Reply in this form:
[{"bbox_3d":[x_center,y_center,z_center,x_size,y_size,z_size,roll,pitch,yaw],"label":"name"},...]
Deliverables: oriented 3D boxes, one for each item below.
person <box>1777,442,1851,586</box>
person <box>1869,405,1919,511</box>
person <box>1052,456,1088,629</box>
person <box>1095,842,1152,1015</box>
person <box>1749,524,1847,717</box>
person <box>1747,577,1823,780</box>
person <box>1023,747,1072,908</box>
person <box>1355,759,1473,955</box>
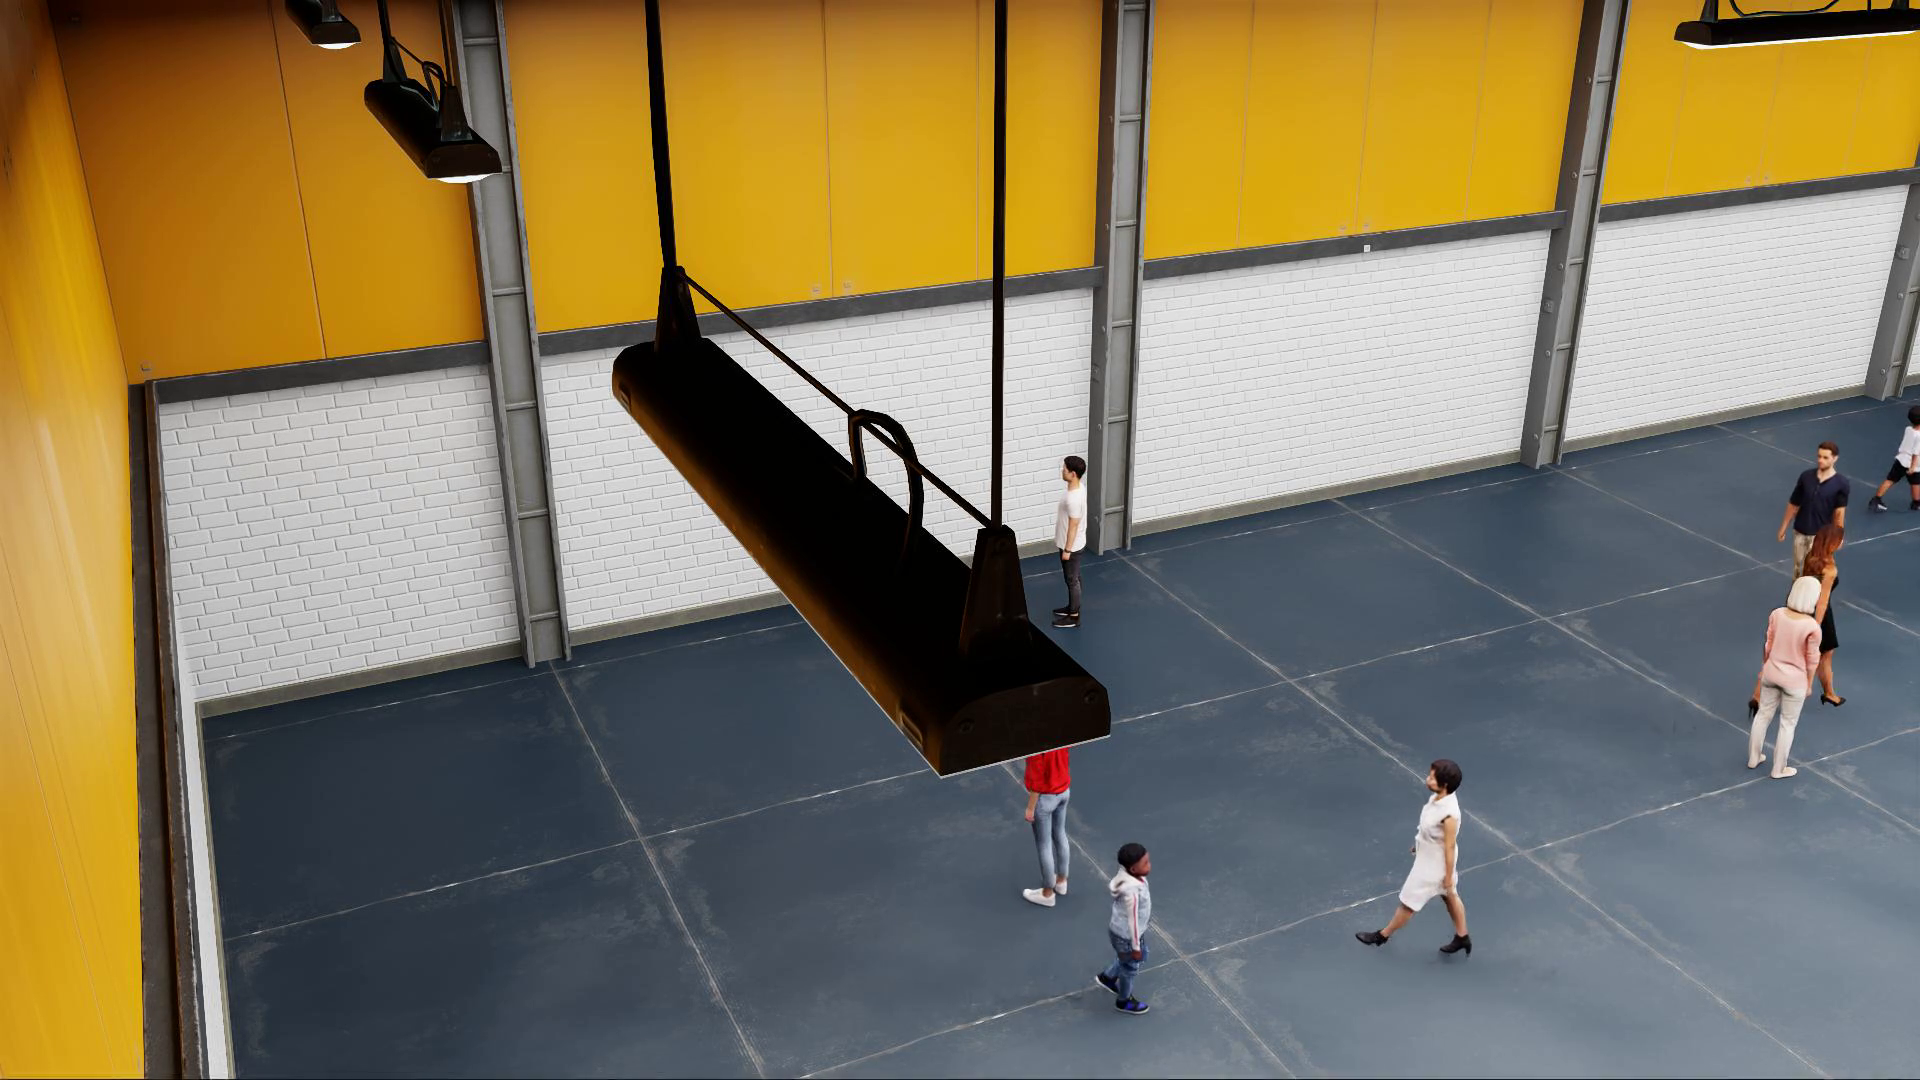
[{"bbox_3d":[8.186,-0.080,15.891,0.997,1.832,0.810,-19,30,-37],"label":"person"},{"bbox_3d":[10.475,-0.884,18.474,0.968,1.235,0.677,-3,24,-6],"label":"person"},{"bbox_3d":[1.069,-0.004,15.854,0.712,1.722,0.706,3,24,6],"label":"person"},{"bbox_3d":[1.034,2.495,10.727,0.683,1.249,0.613,4,24,8],"label":"person"},{"bbox_3d":[7.080,0.733,14.094,1.204,1.781,0.802,-4,24,-9],"label":"person"},{"bbox_3d":[6.627,1.091,13.346,0.555,1.724,0.624,-14,27,-30],"label":"person"},{"bbox_3d":[0.624,1.805,11.739,0.753,1.702,0.619,17,29,33],"label":"person"},{"bbox_3d":[3.272,2.170,11.145,1.085,1.510,0.922,4,24,8],"label":"person"}]
